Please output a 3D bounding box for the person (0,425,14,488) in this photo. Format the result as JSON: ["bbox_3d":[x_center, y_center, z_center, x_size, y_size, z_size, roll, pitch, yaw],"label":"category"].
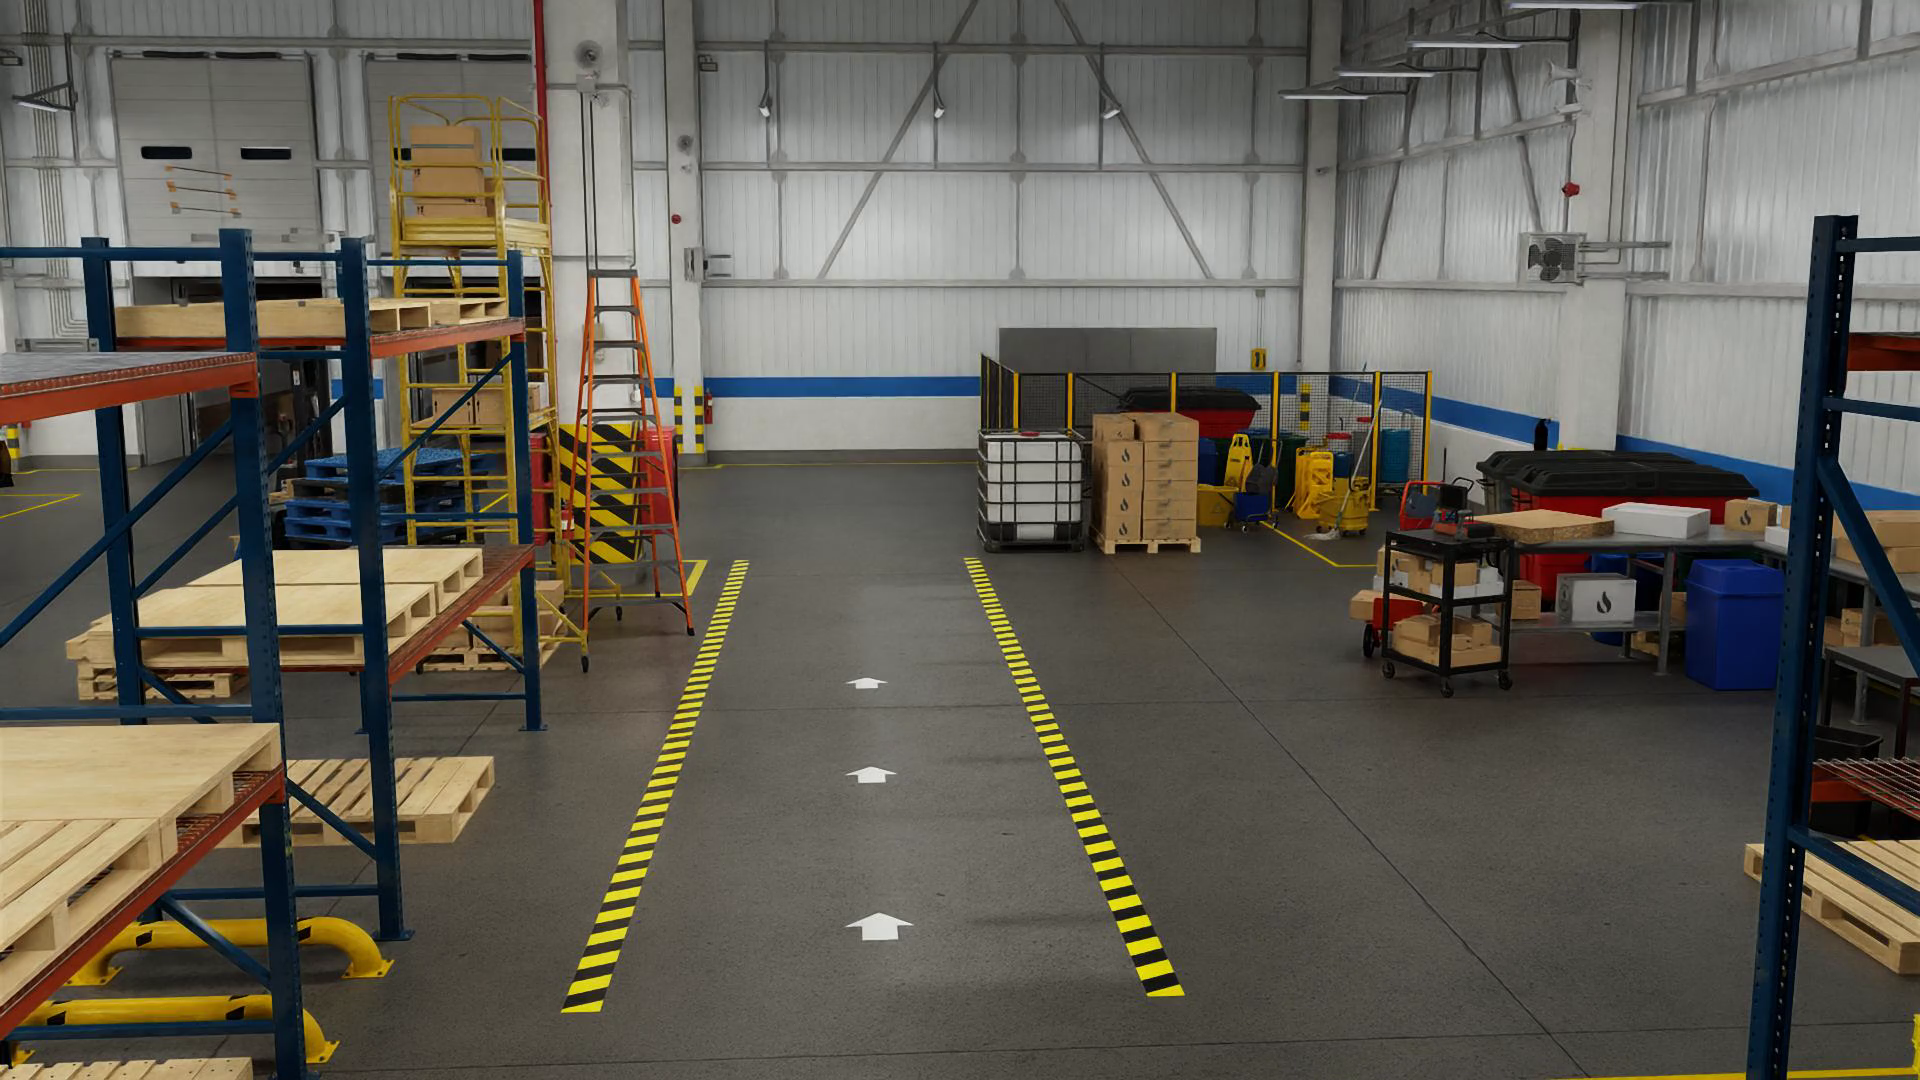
[{"bbox_3d":[-13.143,-1.669,22.595,0.389,1.930,0.544,-8,12,-41],"label":"person"}]

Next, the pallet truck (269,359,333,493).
[{"bbox_3d":[-7.062,-1.131,18.996,1.885,1.965,0.823,2,9,13],"label":"pallet truck"}]
